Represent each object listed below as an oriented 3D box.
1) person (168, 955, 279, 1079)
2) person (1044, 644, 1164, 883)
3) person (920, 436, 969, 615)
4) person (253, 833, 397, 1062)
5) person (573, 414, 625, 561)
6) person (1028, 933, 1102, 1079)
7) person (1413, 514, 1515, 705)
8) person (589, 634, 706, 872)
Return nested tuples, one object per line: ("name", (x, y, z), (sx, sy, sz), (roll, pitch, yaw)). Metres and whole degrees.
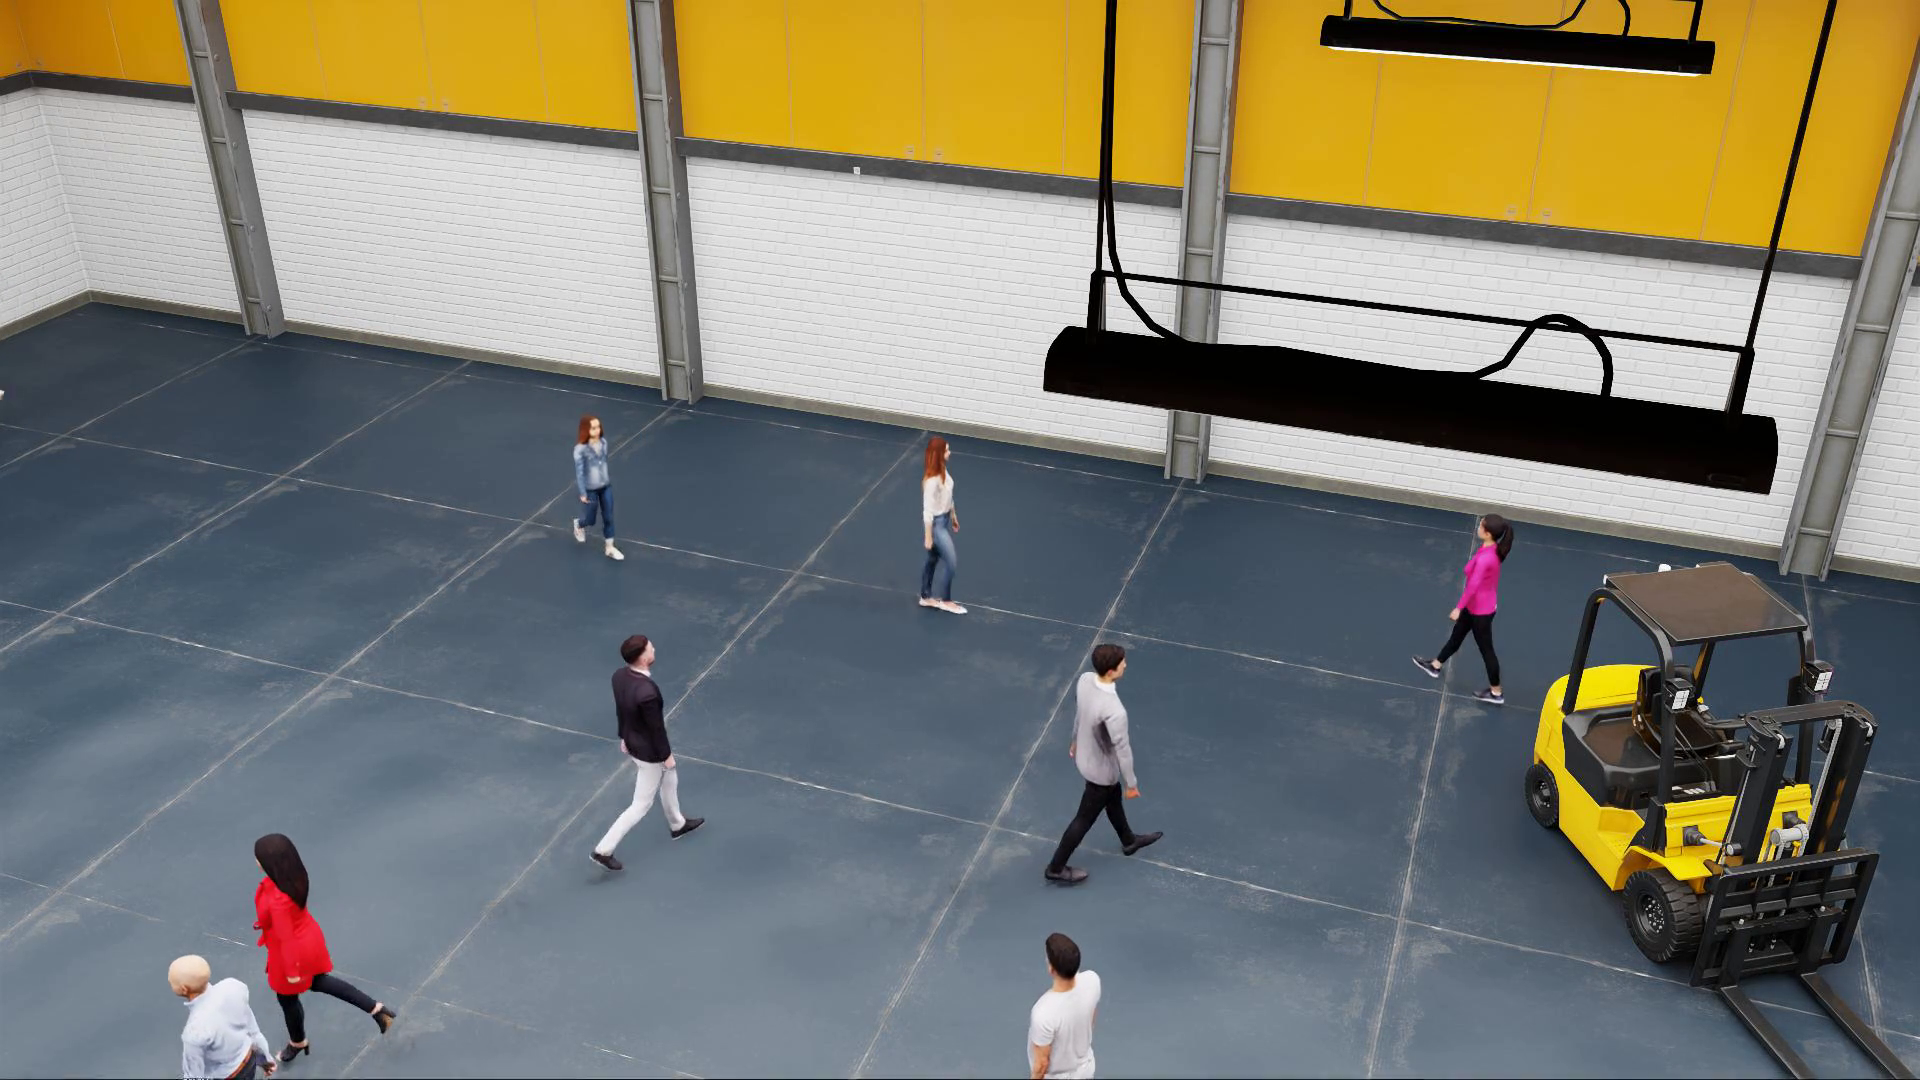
("person", (-3.892, 2.999, 9.098), (1.277, 1.733, 0.898), (2, 29, 3))
("person", (0.885, 1.588, 11.540), (1.349, 1.873, 1.234), (-9, 30, -16))
("person", (-0.284, -0.136, 14.863), (0.726, 1.717, 0.650), (6, 29, 11))
("person", (-3.909, 2.483, 10.051), (1.095, 1.727, 0.901), (-3, 29, -6))
("person", (-3.513, -0.516, 15.826), (0.931, 1.461, 0.747), (22, 35, 34))
("person", (0.571, 2.912, 9.137), (0.726, 1.849, 0.759), (25, 37, 38))
("person", (4.343, 0.592, 13.584), (1.076, 1.663, 0.706), (14, 32, 25))
("person", (-2.293, 1.525, 11.721), (1.159, 1.811, 1.196), (-17, 33, -28))
